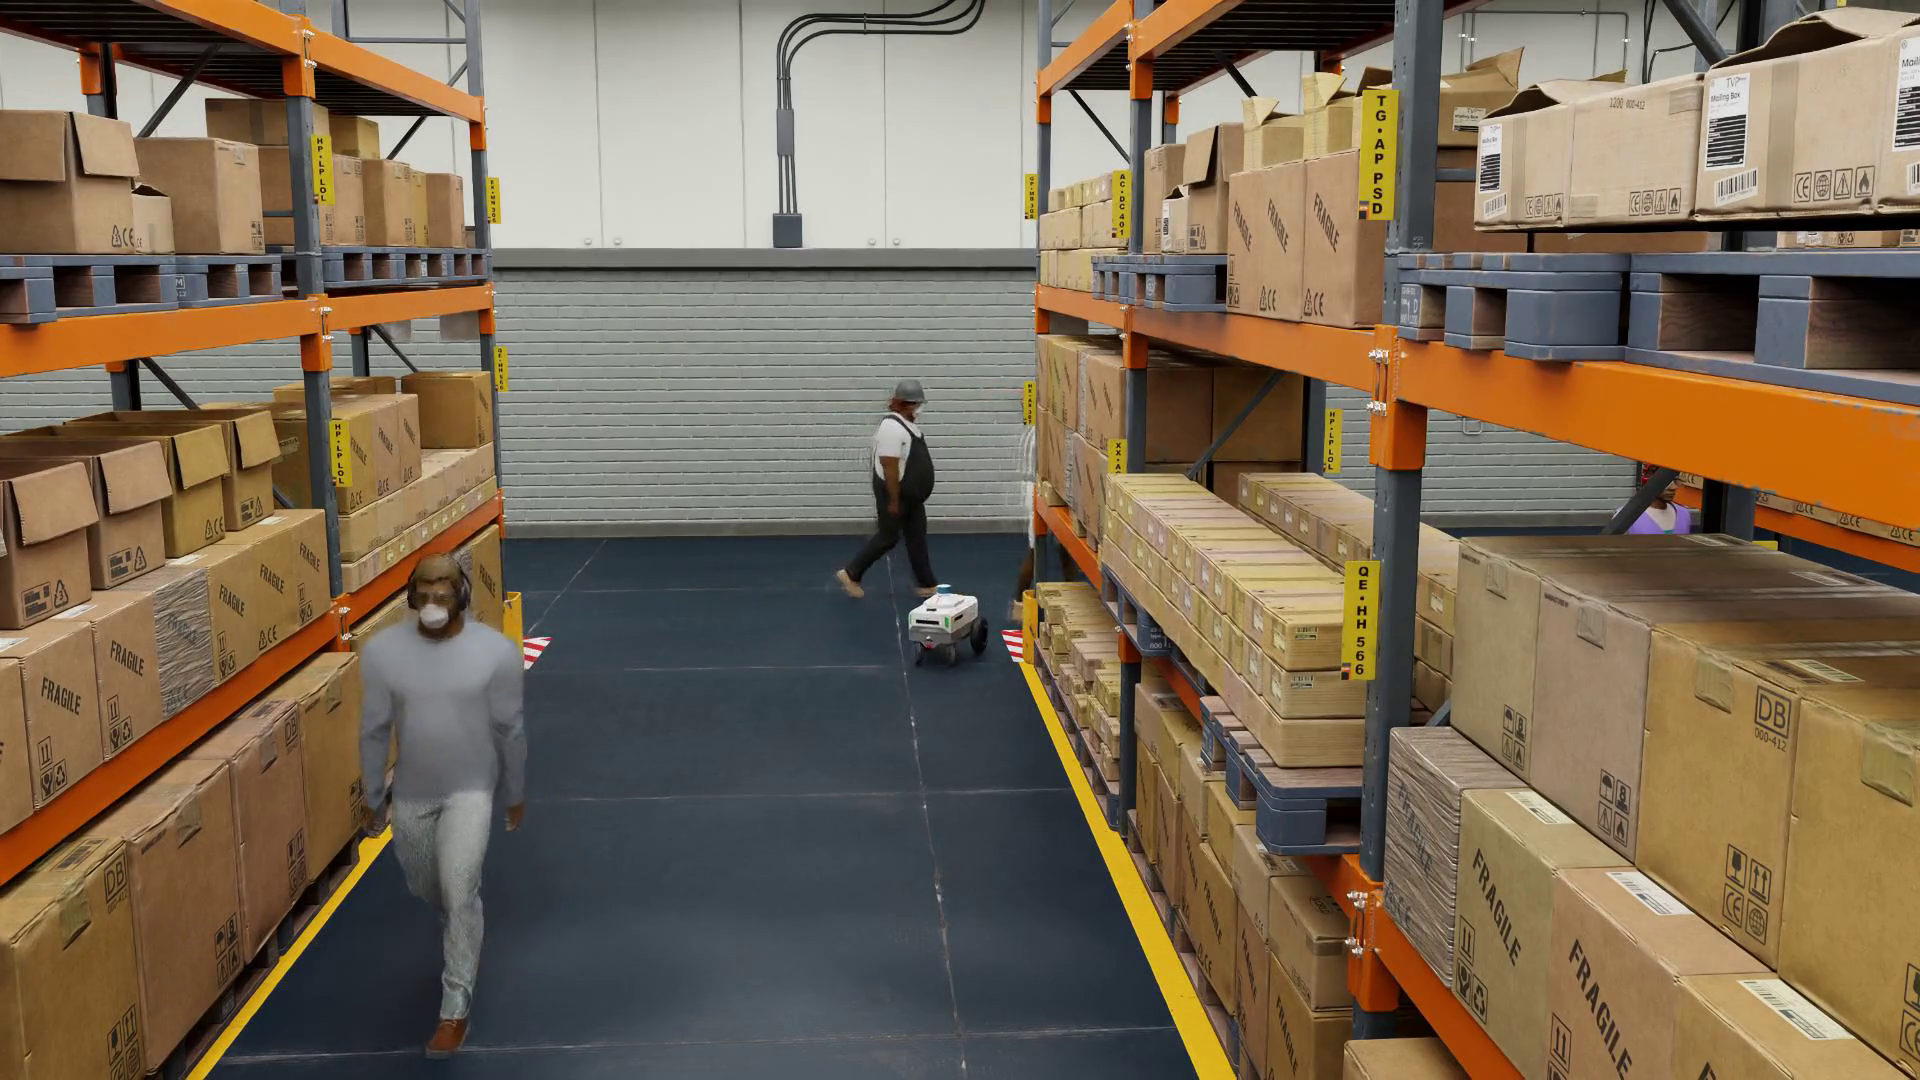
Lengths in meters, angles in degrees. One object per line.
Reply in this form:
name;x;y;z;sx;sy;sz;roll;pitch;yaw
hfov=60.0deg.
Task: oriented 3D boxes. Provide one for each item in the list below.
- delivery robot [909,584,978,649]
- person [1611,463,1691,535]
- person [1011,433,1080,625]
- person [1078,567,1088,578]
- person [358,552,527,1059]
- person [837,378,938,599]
delivery robot;-0.123;0.581;12.615;0.477;0.478;0.707;3;10;20
person;4.175;0.405;10.127;0.564;1.848;0.388;-4;10;-23
person;0.851;-0.272;13.646;0.948;2.000;0.633;1;10;8
person;1.304;-0.604;15.803;0.352;1.937;0.635;-2;10;-10
person;-2.031;0.972;6.622;0.636;1.915;0.896;0;10;0
person;-0.584;-0.470;14.710;0.921;2.000;0.710;3;10;15
